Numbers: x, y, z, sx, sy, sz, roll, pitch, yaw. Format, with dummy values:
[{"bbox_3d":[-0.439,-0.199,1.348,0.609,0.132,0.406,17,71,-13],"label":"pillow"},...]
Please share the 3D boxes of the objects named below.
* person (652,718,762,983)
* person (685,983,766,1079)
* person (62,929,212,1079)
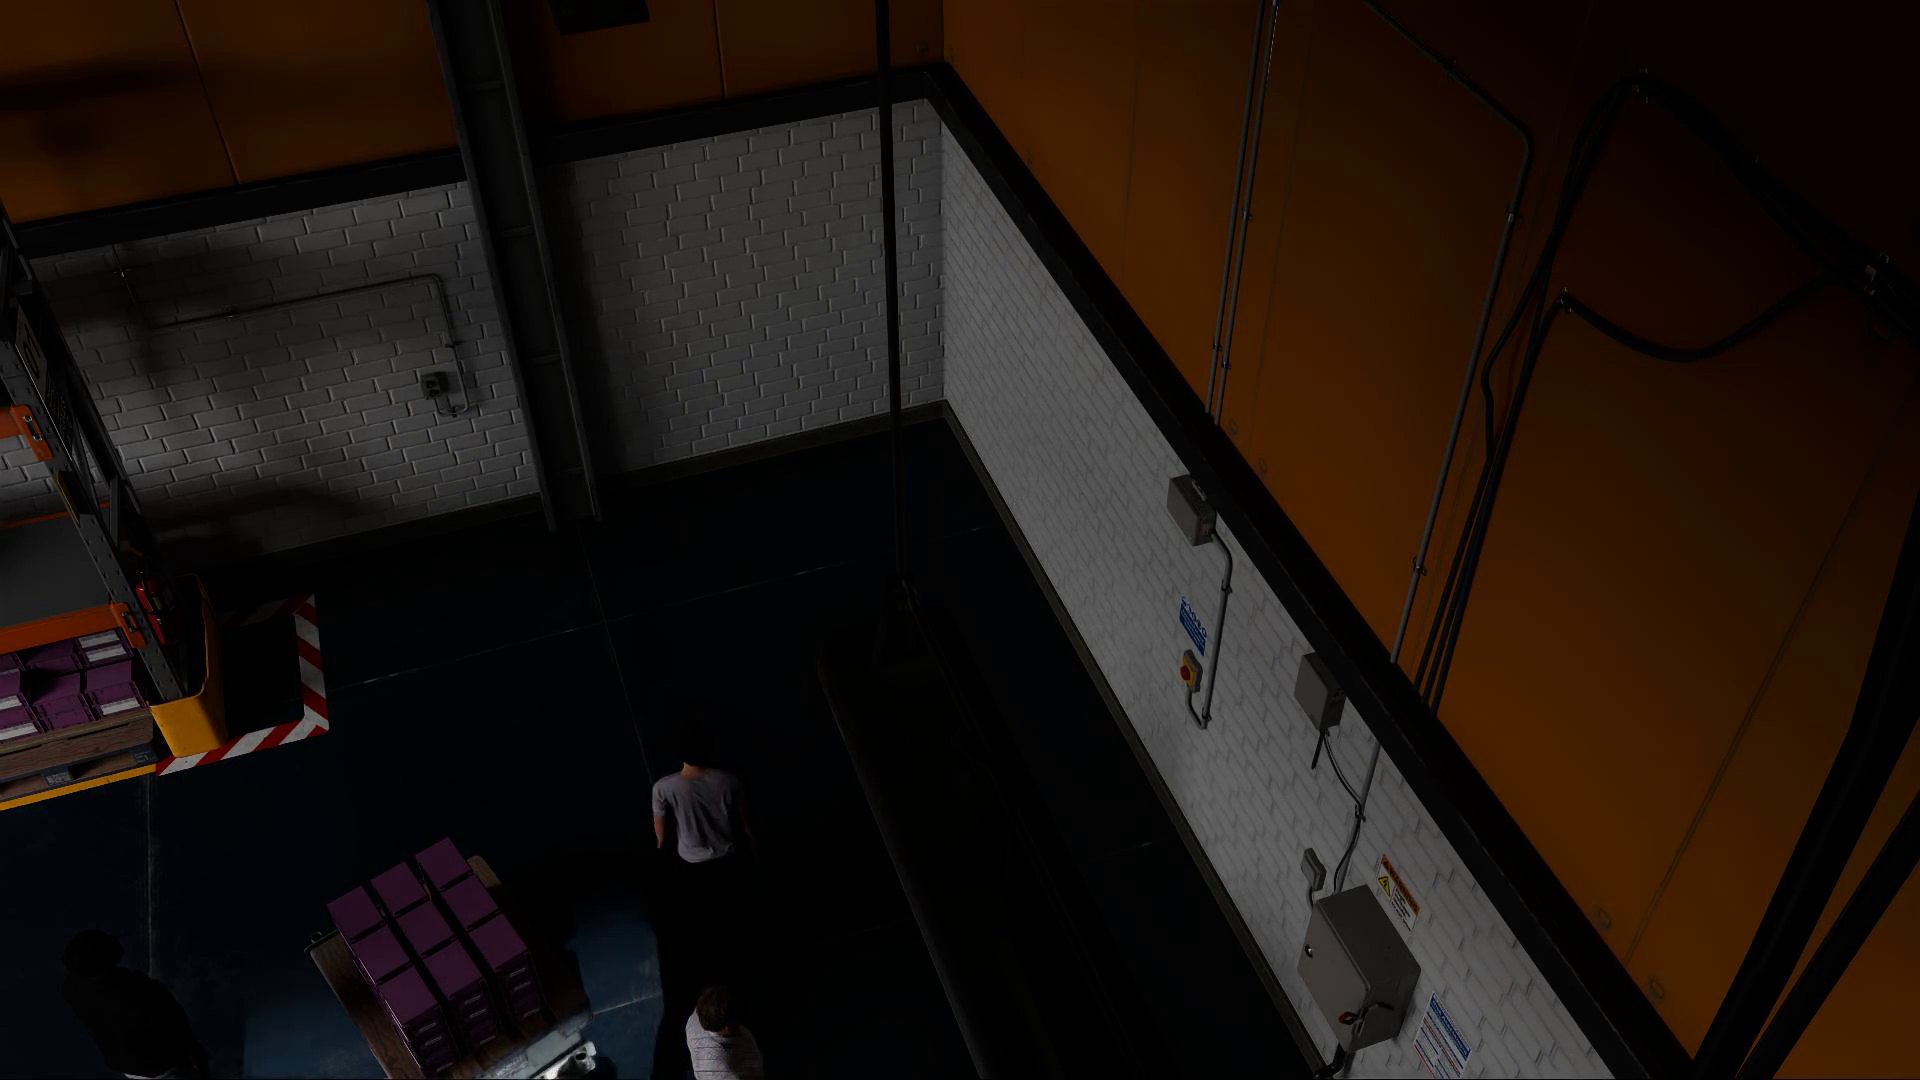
[{"bbox_3d":[-1.325,1.740,8.992,0.947,1.834,0.746,-13,45,-14],"label":"person"},{"bbox_3d":[-1.173,2.729,7.994,1.205,1.779,0.726,-19,47,-19],"label":"person"},{"bbox_3d":[-4.009,2.494,8.214,0.750,1.815,0.846,12,45,12],"label":"person"}]
